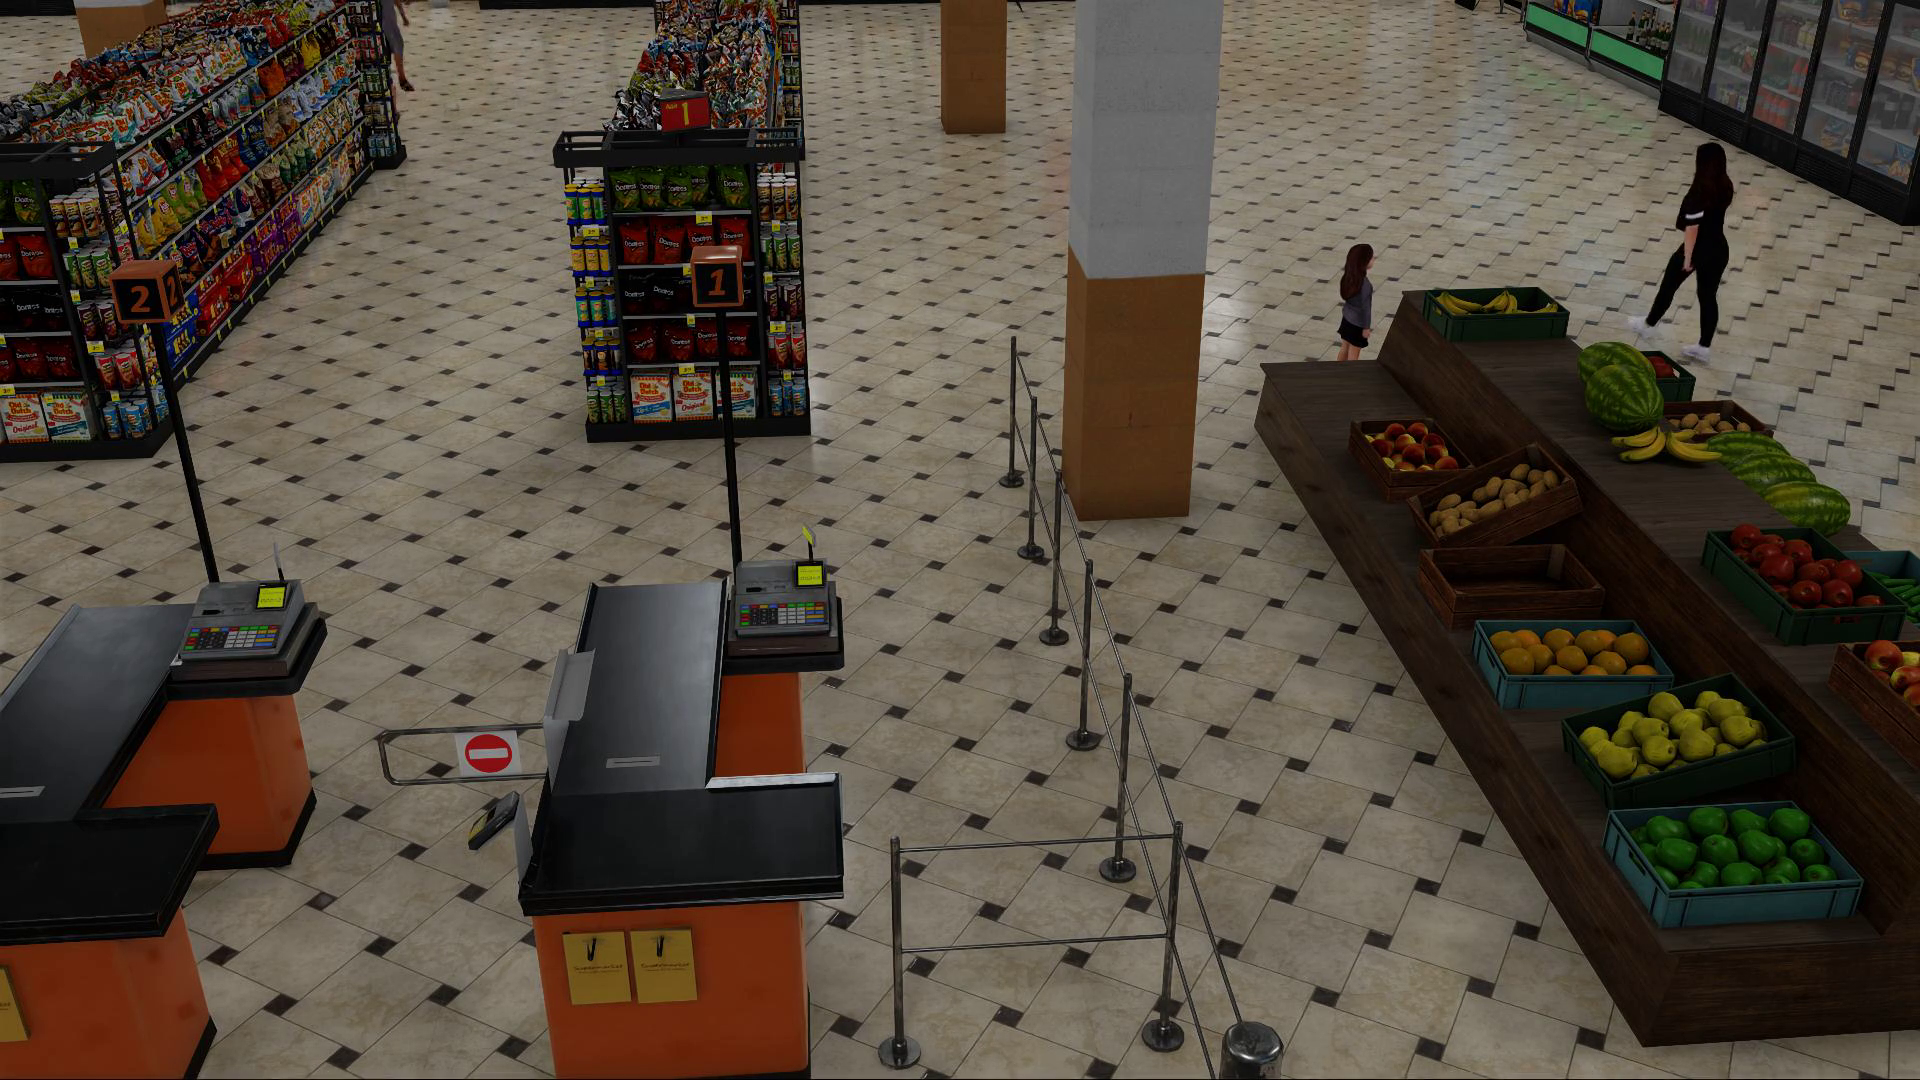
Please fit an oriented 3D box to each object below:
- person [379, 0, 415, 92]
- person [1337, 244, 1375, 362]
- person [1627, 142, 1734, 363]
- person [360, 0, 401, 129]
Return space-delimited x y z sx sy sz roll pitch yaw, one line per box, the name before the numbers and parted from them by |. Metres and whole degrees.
person | -7.338 -6.562 21.026 0.764 1.762 0.770 2 27 4
person | 2.847 -1.605 11.977 0.556 1.106 0.420 -6 28 -12
person | 5.600 -2.116 12.431 0.804 1.606 1.077 -10 29 -19
person | -6.685 -5.626 19.197 0.830 1.746 0.946 14 30 25
